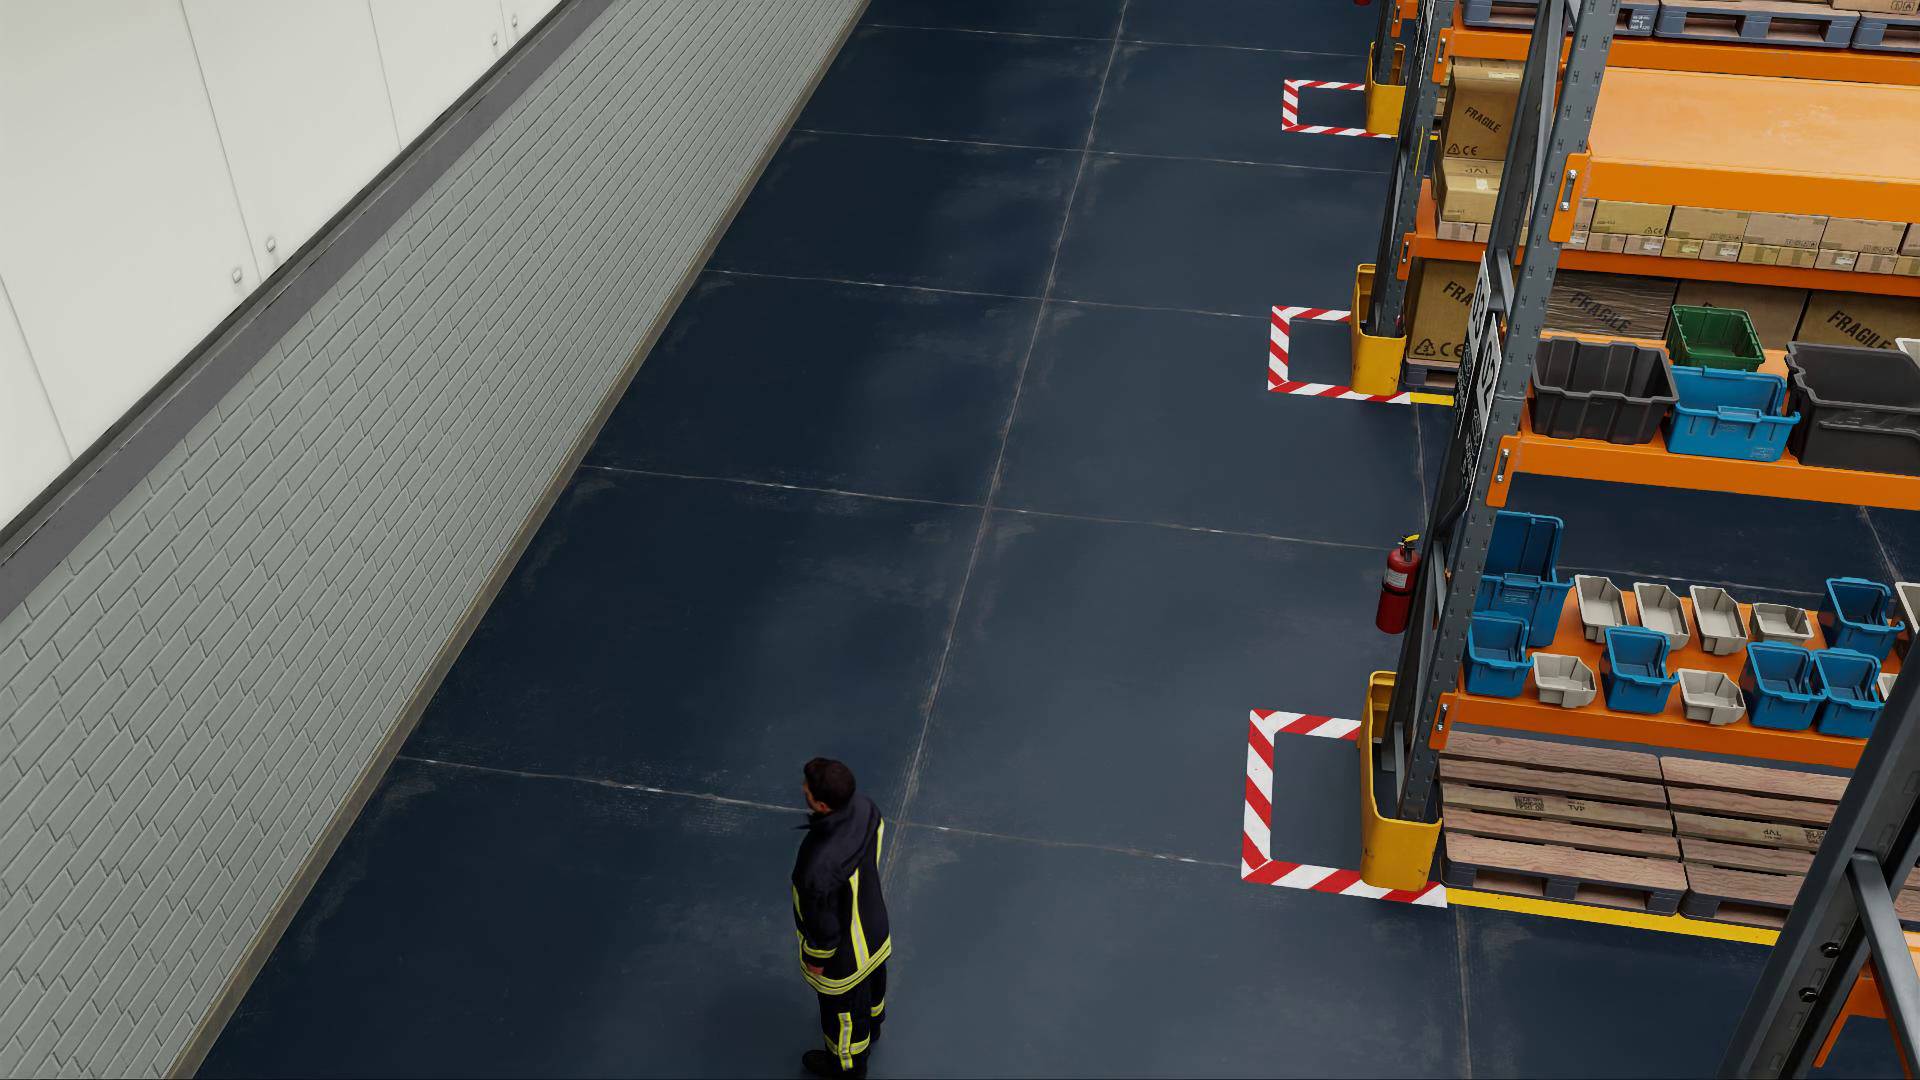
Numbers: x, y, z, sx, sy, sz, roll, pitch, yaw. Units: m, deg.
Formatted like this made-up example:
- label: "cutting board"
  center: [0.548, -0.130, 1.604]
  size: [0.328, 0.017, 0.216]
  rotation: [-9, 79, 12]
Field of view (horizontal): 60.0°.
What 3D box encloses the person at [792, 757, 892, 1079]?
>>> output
- label: "person"
  center: [-0.520, 1.691, 7.422]
  size: [0.705, 1.928, 0.812]
  rotation: [11, 39, 14]
